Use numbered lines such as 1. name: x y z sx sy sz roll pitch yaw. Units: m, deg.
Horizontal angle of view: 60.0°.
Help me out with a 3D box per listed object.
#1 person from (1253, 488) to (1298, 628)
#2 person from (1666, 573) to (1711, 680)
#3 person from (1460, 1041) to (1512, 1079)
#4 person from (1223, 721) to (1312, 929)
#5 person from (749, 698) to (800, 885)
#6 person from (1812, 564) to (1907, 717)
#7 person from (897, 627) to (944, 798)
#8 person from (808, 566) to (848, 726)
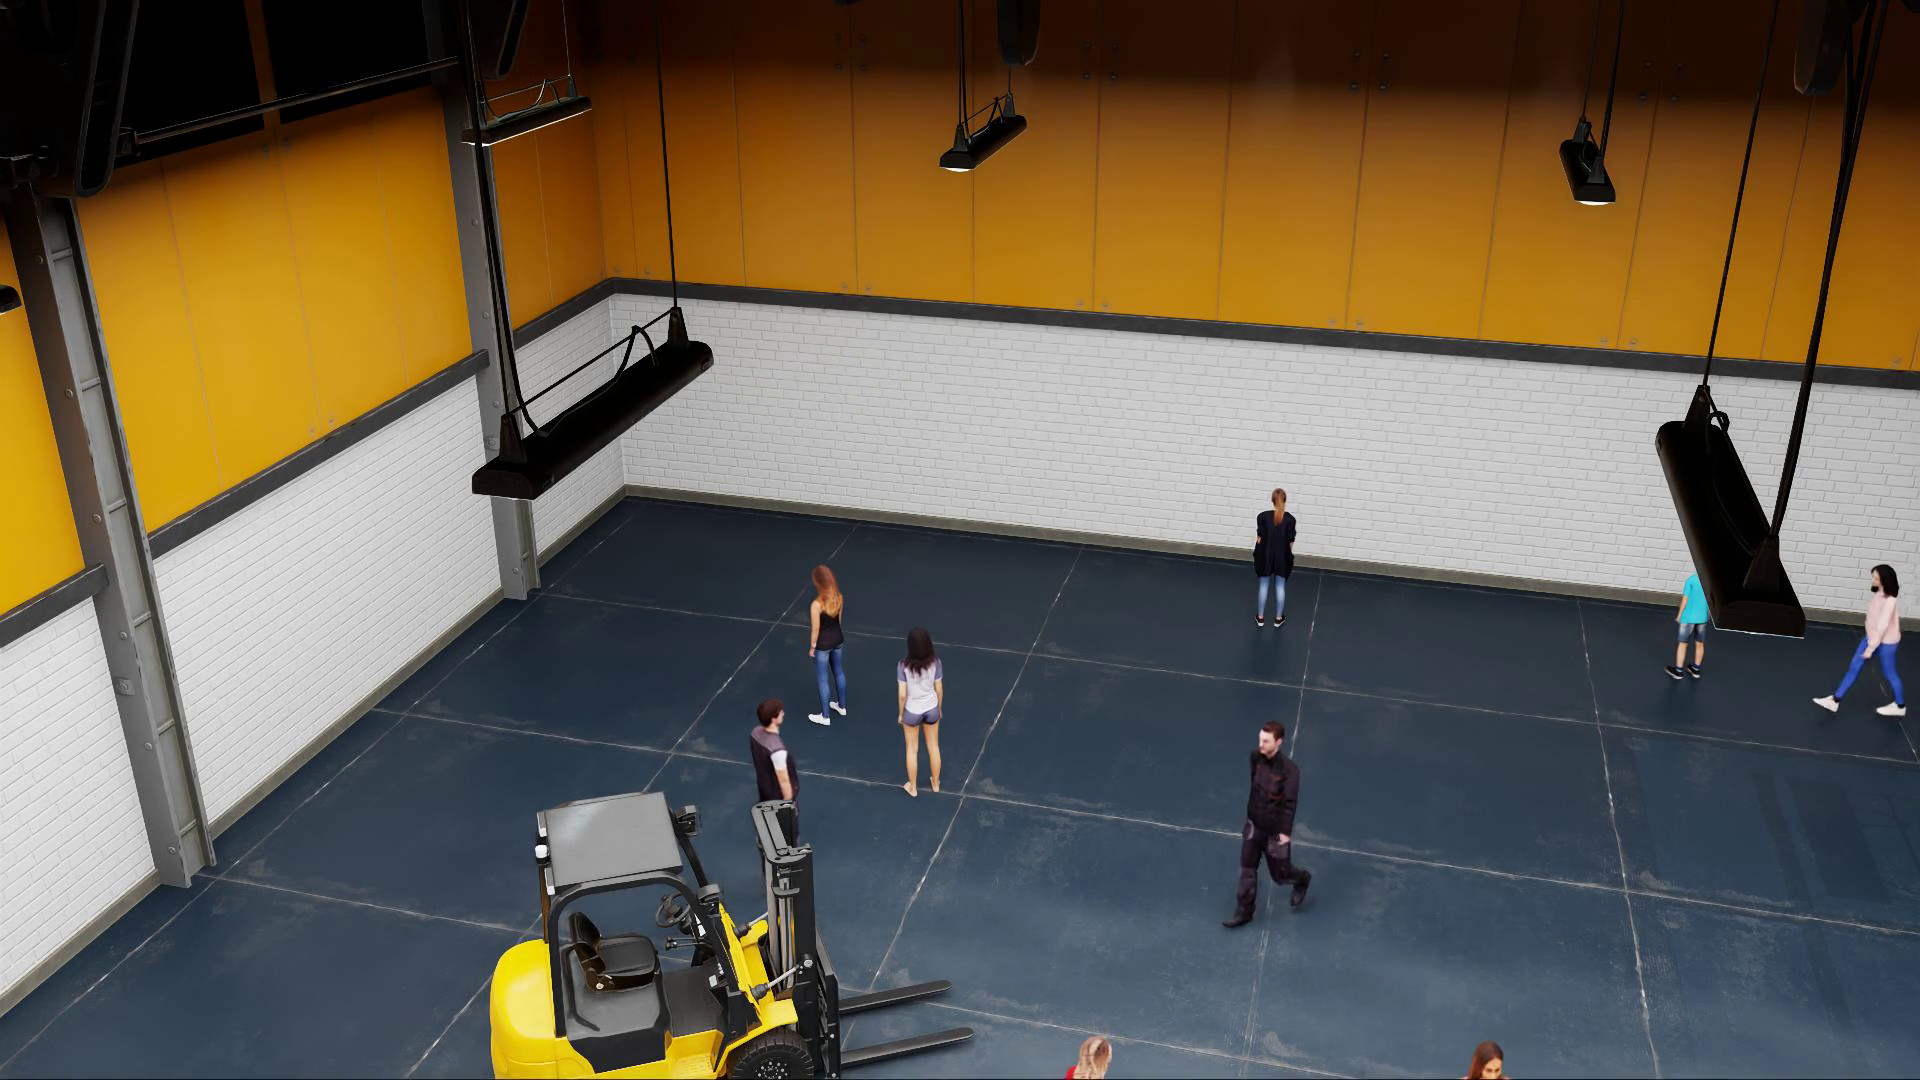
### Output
1. person: 3.570 0.192 18.900 0.623 1.680 0.547 5 24 12
2. person: 7.872 0.796 17.808 0.584 1.449 0.580 -3 24 -7
3. person: 3.260 3.837 10.585 0.922 1.661 1.167 -4 24 -9
4. person: 2.605 2.336 13.732 1.204 1.890 1.072 -18 29 -35
5. person: -1.591 2.174 14.158 0.798 1.848 0.756 -16 28 -32
6. person: 9.440 1.067 16.882 0.772 1.694 1.100 6 24 14
7. person: -0.369 1.605 15.601 0.662 1.734 0.670 -6 24 -14
8. person: -1.341 1.052 16.880 0.729 1.723 0.601 18 29 35
